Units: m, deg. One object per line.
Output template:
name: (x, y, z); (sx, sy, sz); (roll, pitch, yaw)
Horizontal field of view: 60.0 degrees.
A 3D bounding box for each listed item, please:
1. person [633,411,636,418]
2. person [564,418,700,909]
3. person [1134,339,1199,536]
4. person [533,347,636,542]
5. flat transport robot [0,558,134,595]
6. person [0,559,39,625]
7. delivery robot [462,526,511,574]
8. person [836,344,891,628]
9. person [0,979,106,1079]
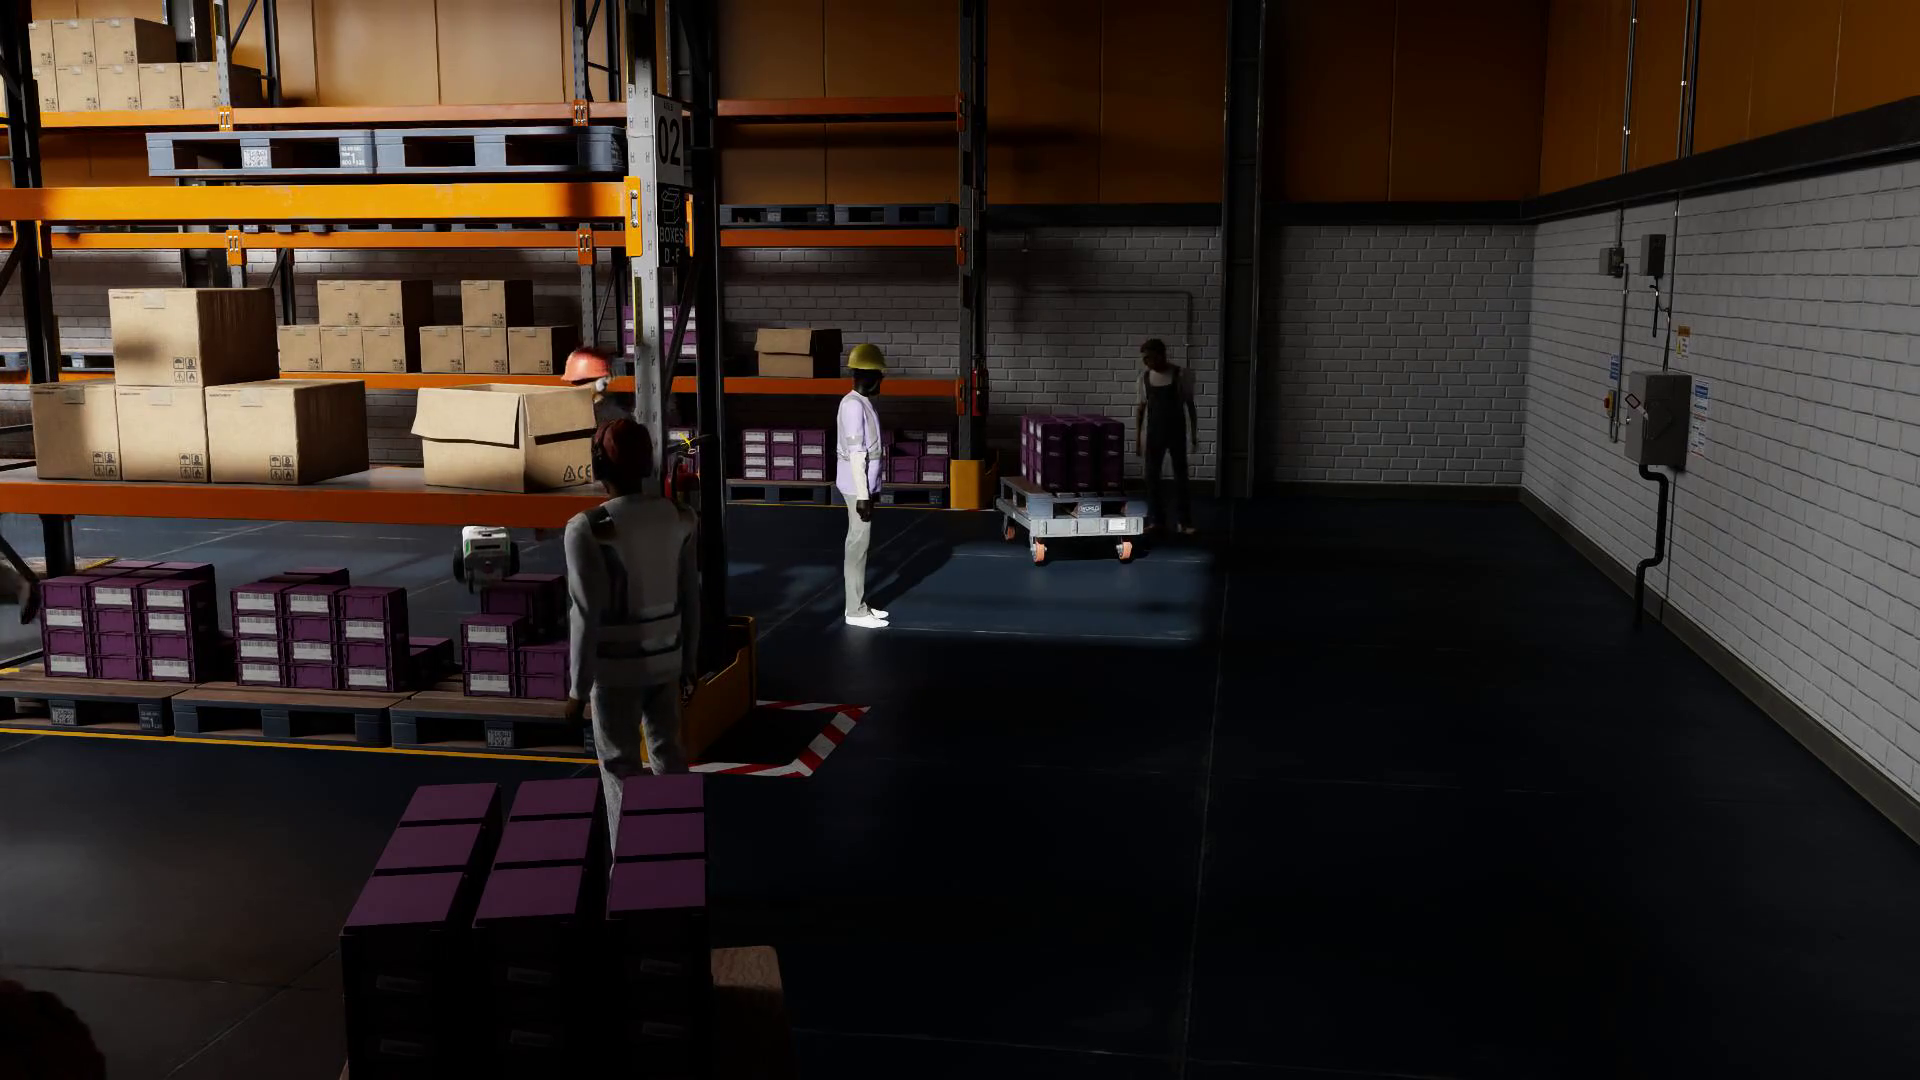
person: (-1.858, 0.014, 9.947); (0.800, 1.593, 0.521); (0, 9, -2)
person: (-1.199, 0.491, 6.122); (0.337, 1.882, 0.584); (8, 12, 40)
person: (1.910, -0.930, 15.199); (0.603, 1.805, 0.429); (3, 10, 20)
person: (-2.226, -0.135, 9.737); (0.638, 1.967, 0.739); (7, 11, 37)
flat transport robot: (-7.013, 0.276, 12.446); (1.431, 0.197, 0.652); (0, 9, -3)
person: (-6.452, -0.282, 10.831); (0.644, 1.910, 0.594); (0, 9, 1)
delivery robot: (-3.652, 0.029, 12.811); (0.477, 0.478, 0.707); (-3, 10, -17)
person: (-0.652, -0.371, 11.342); (0.376, 1.925, 0.588); (0, 9, -2)
person: (-0.728, 1.256, 1.306); (0.648, 1.907, 0.409); (3, 10, 19)
